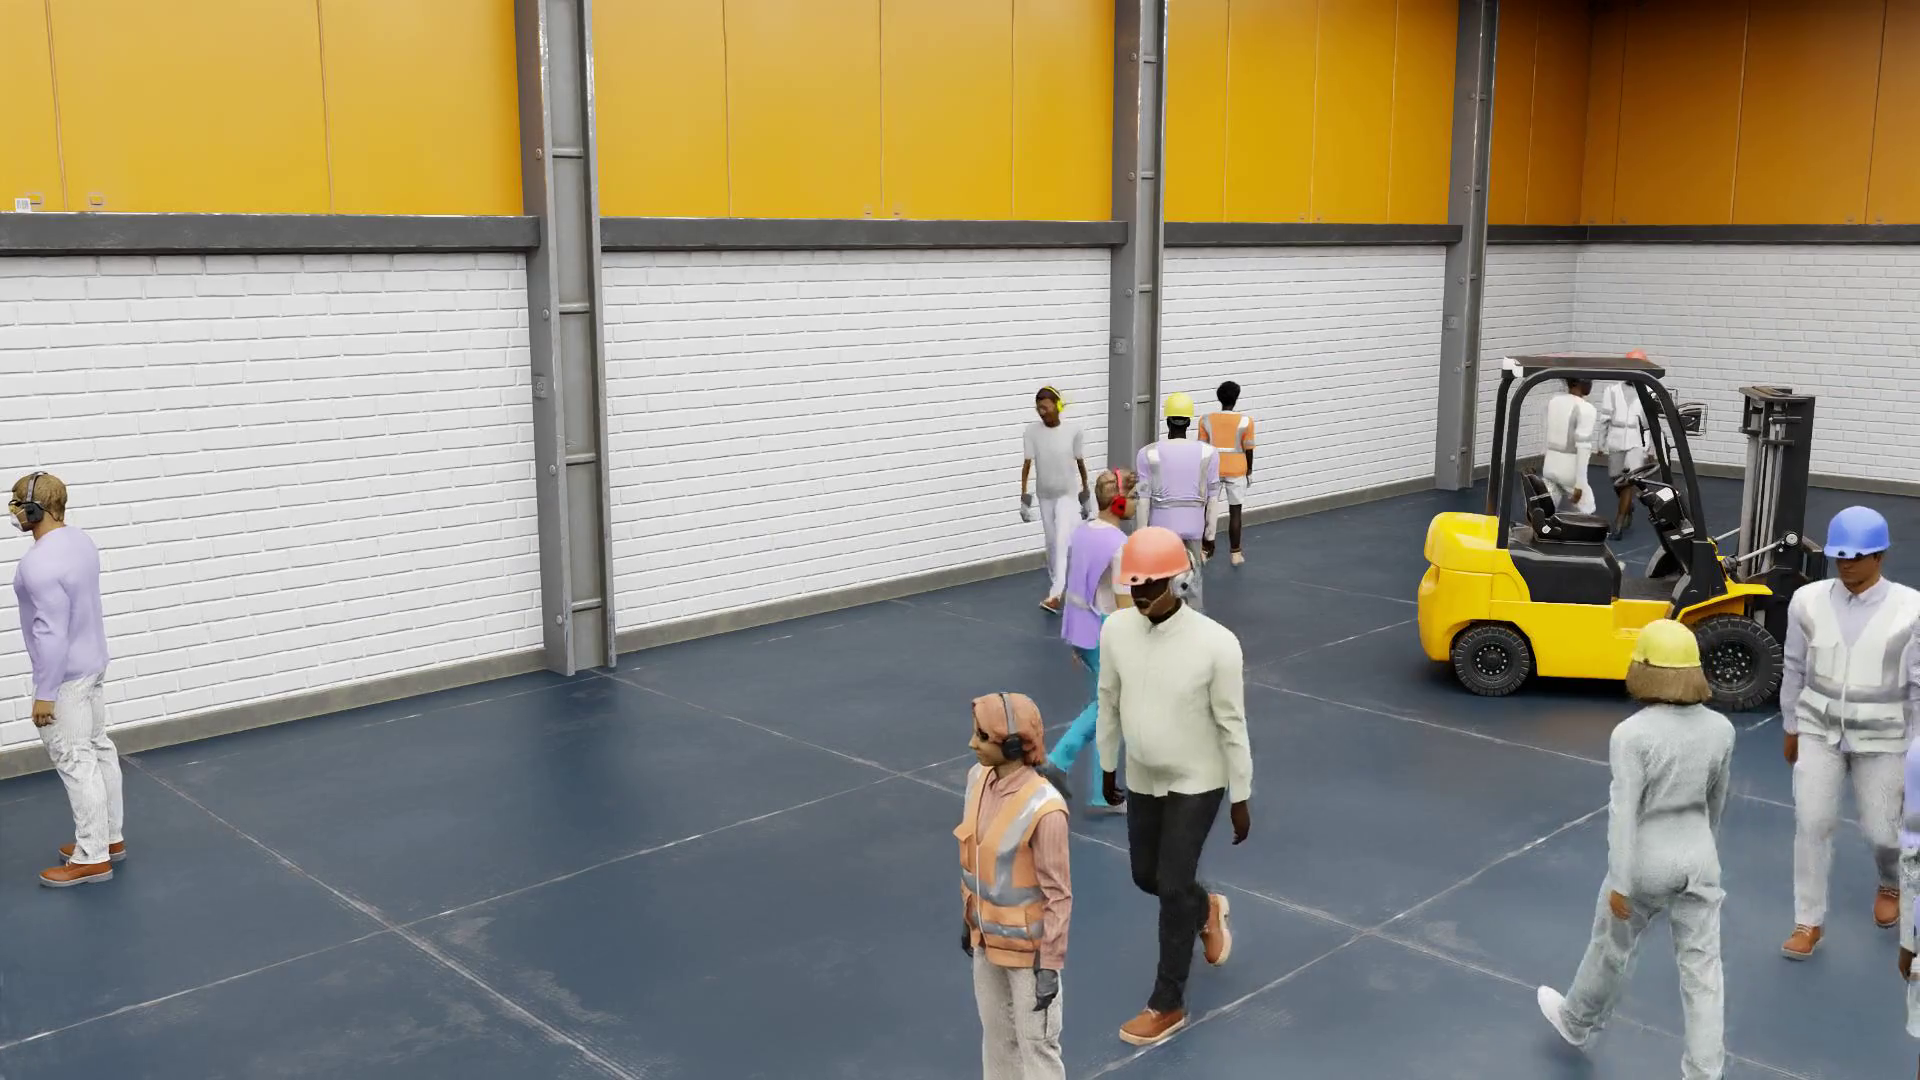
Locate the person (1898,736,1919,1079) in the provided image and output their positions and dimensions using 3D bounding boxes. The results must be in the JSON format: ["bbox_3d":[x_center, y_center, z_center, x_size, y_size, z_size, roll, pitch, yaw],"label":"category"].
[{"bbox_3d":[3.091,1.164,4.952,0.771,1.919,0.549,-10,14,-44],"label":"person"}]

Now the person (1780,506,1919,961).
[{"bbox_3d":[3.767,0.791,6.959,0.626,1.923,0.671,10,14,44],"label":"person"}]

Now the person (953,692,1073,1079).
[{"bbox_3d":[0.164,1.262,5.165,0.313,1.636,0.517,-6,12,-29],"label":"person"}]

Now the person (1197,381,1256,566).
[{"bbox_3d":[2.429,-0.606,15.219,0.539,1.690,0.319,3,11,17],"label":"person"}]

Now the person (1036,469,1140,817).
[{"bbox_3d":[0.720,0.542,8.555,0.464,1.834,0.562,-3,11,-16],"label":"person"}]

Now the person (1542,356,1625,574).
[{"bbox_3d":[5.244,-0.573,14.188,1.034,1.985,0.631,-4,11,-22],"label":"person"}]

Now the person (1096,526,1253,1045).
[{"bbox_3d":[0.852,0.877,6.396,0.671,1.959,0.777,9,14,40],"label":"person"}]

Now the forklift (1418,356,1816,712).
[{"bbox_3d":[4.276,-0.101,11.076,2.313,2.155,1.214,2,11,13],"label":"forklift"}]

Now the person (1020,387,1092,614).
[{"bbox_3d":[0.773,-0.329,13.369,0.556,1.813,0.996,3,11,15],"label":"person"}]

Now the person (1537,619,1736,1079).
[{"bbox_3d":[2.409,1.107,5.833,0.510,1.697,0.908,-2,11,-12],"label":"person"}]

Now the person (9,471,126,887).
[{"bbox_3d":[-4.159,0.638,7.741,0.356,1.938,0.633,-2,11,-10],"label":"person"}]

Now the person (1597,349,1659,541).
[{"bbox_3d":[6.716,-0.980,16.698,0.554,1.901,0.934,7,12,32],"label":"person"}]

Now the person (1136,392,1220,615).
[{"bbox_3d":[1.507,-0.067,11.618,0.589,1.927,0.369,-1,10,-5],"label":"person"}]
